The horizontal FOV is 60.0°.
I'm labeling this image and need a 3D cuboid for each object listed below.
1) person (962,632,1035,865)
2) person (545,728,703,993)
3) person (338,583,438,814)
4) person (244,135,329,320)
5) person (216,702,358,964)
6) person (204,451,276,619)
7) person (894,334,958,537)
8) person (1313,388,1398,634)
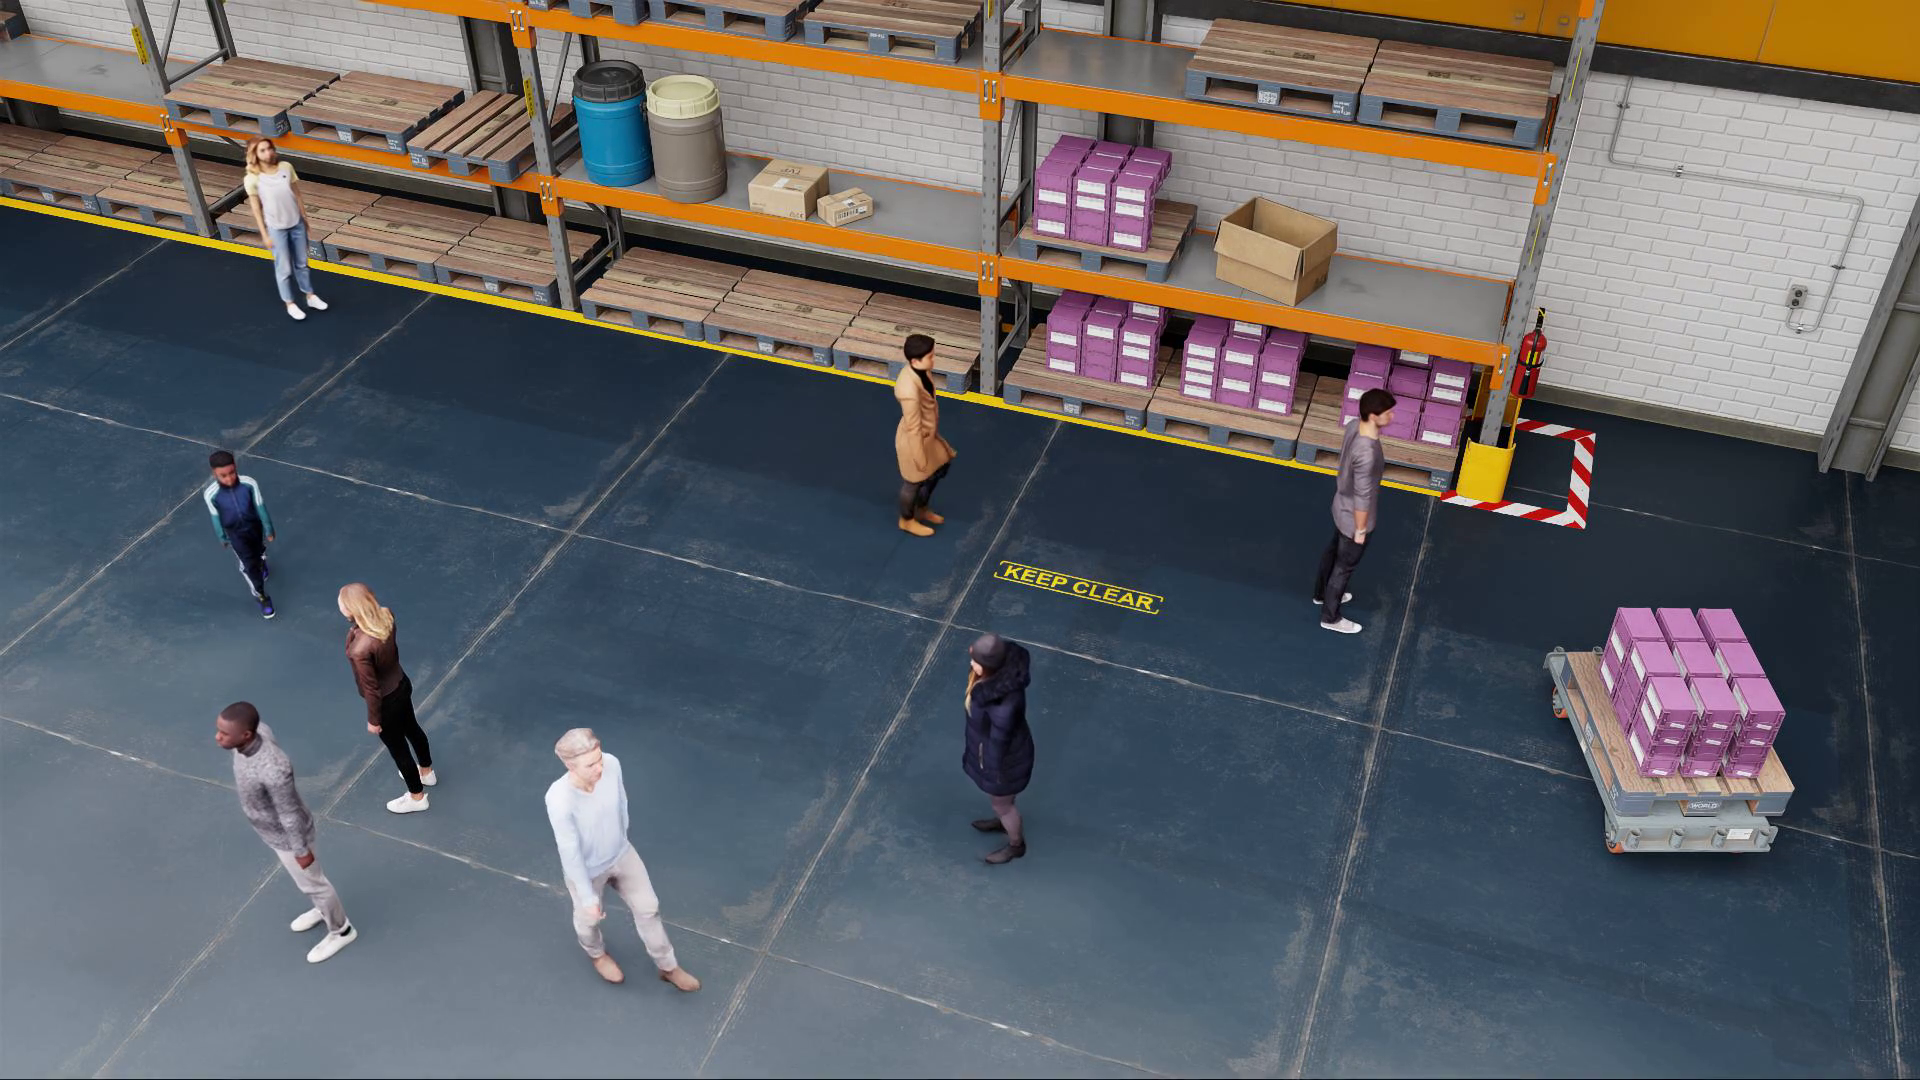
[{"bbox_3d":[0.241,1.183,9.563,0.789,1.670,0.777,-3,39,-4],"label":"person"},{"bbox_3d":[-1.973,1.674,8.788,1.060,1.869,0.875,28,46,30],"label":"person"},{"bbox_3d":[-3.386,0.925,9.859,0.599,1.704,0.661,2,39,3],"label":"person"},{"bbox_3d":[-5.871,-2.718,14.408,0.660,1.719,0.688,26,45,29],"label":"person"},{"bbox_3d":[-3.626,1.538,8.988,0.815,1.832,0.662,-29,47,-31],"label":"person"},{"bbox_3d":[-4.983,-0.128,11.561,0.839,1.226,0.958,-21,43,-24],"label":"person"},{"bbox_3d":[-0.381,-0.757,11.957,0.687,1.713,0.689,8,39,10],"label":"person"},{"bbox_3d":[2.641,-0.218,11.173,0.651,1.851,0.737,1,39,1],"label":"person"}]
